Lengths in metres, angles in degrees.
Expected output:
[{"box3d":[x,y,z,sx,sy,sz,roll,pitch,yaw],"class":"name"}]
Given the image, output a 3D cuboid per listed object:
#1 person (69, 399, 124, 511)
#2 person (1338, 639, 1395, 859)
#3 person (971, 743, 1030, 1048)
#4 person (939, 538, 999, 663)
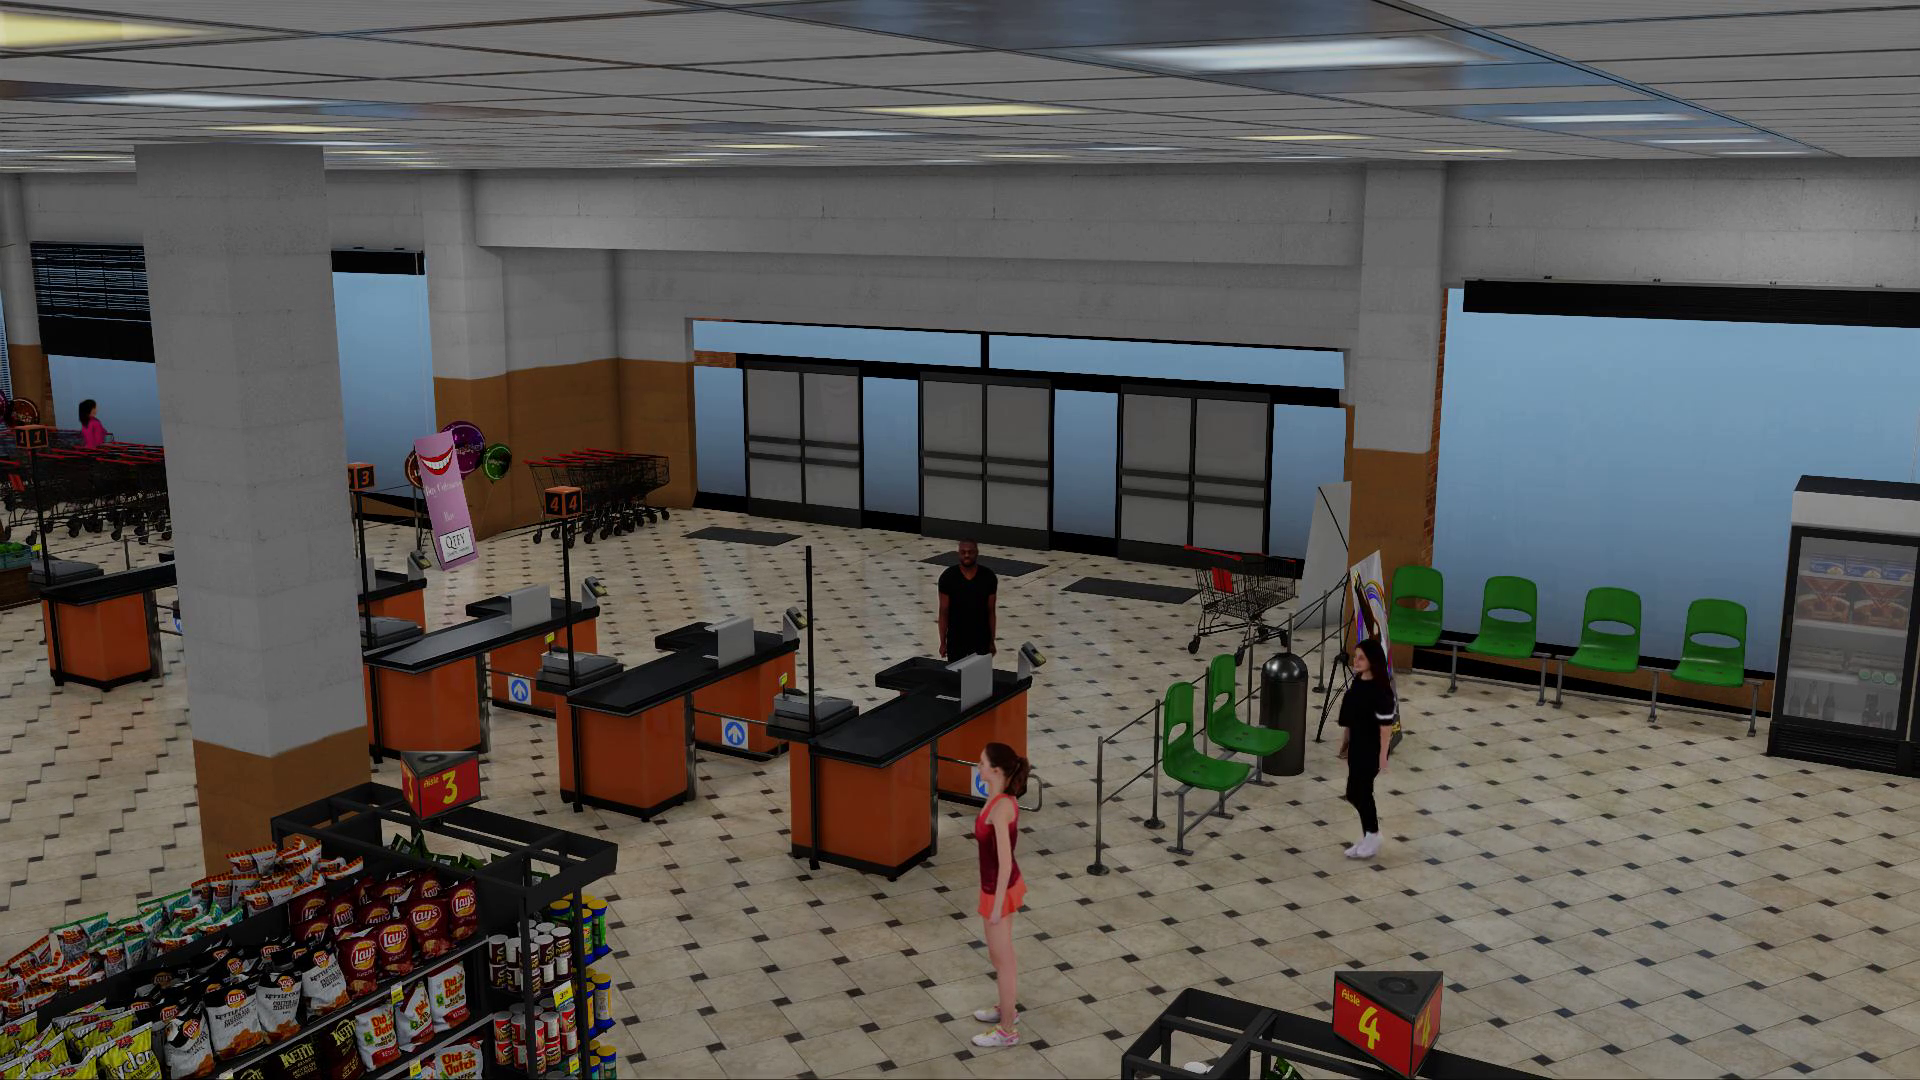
[{"box3d":[-12.933,-1.232,24.733,0.587,1.677,0.994,6,13,28],"class":"person"},{"box3d":[2.983,1.490,11.915,0.762,1.630,0.702,-3,12,-15],"class":"person"},{"box3d":[0.222,1.969,9.342,0.707,1.753,0.604,1,12,6],"class":"person"},{"box3d":[0.071,0.866,14.422,0.743,1.819,0.752,-1,12,-4],"class":"person"}]
